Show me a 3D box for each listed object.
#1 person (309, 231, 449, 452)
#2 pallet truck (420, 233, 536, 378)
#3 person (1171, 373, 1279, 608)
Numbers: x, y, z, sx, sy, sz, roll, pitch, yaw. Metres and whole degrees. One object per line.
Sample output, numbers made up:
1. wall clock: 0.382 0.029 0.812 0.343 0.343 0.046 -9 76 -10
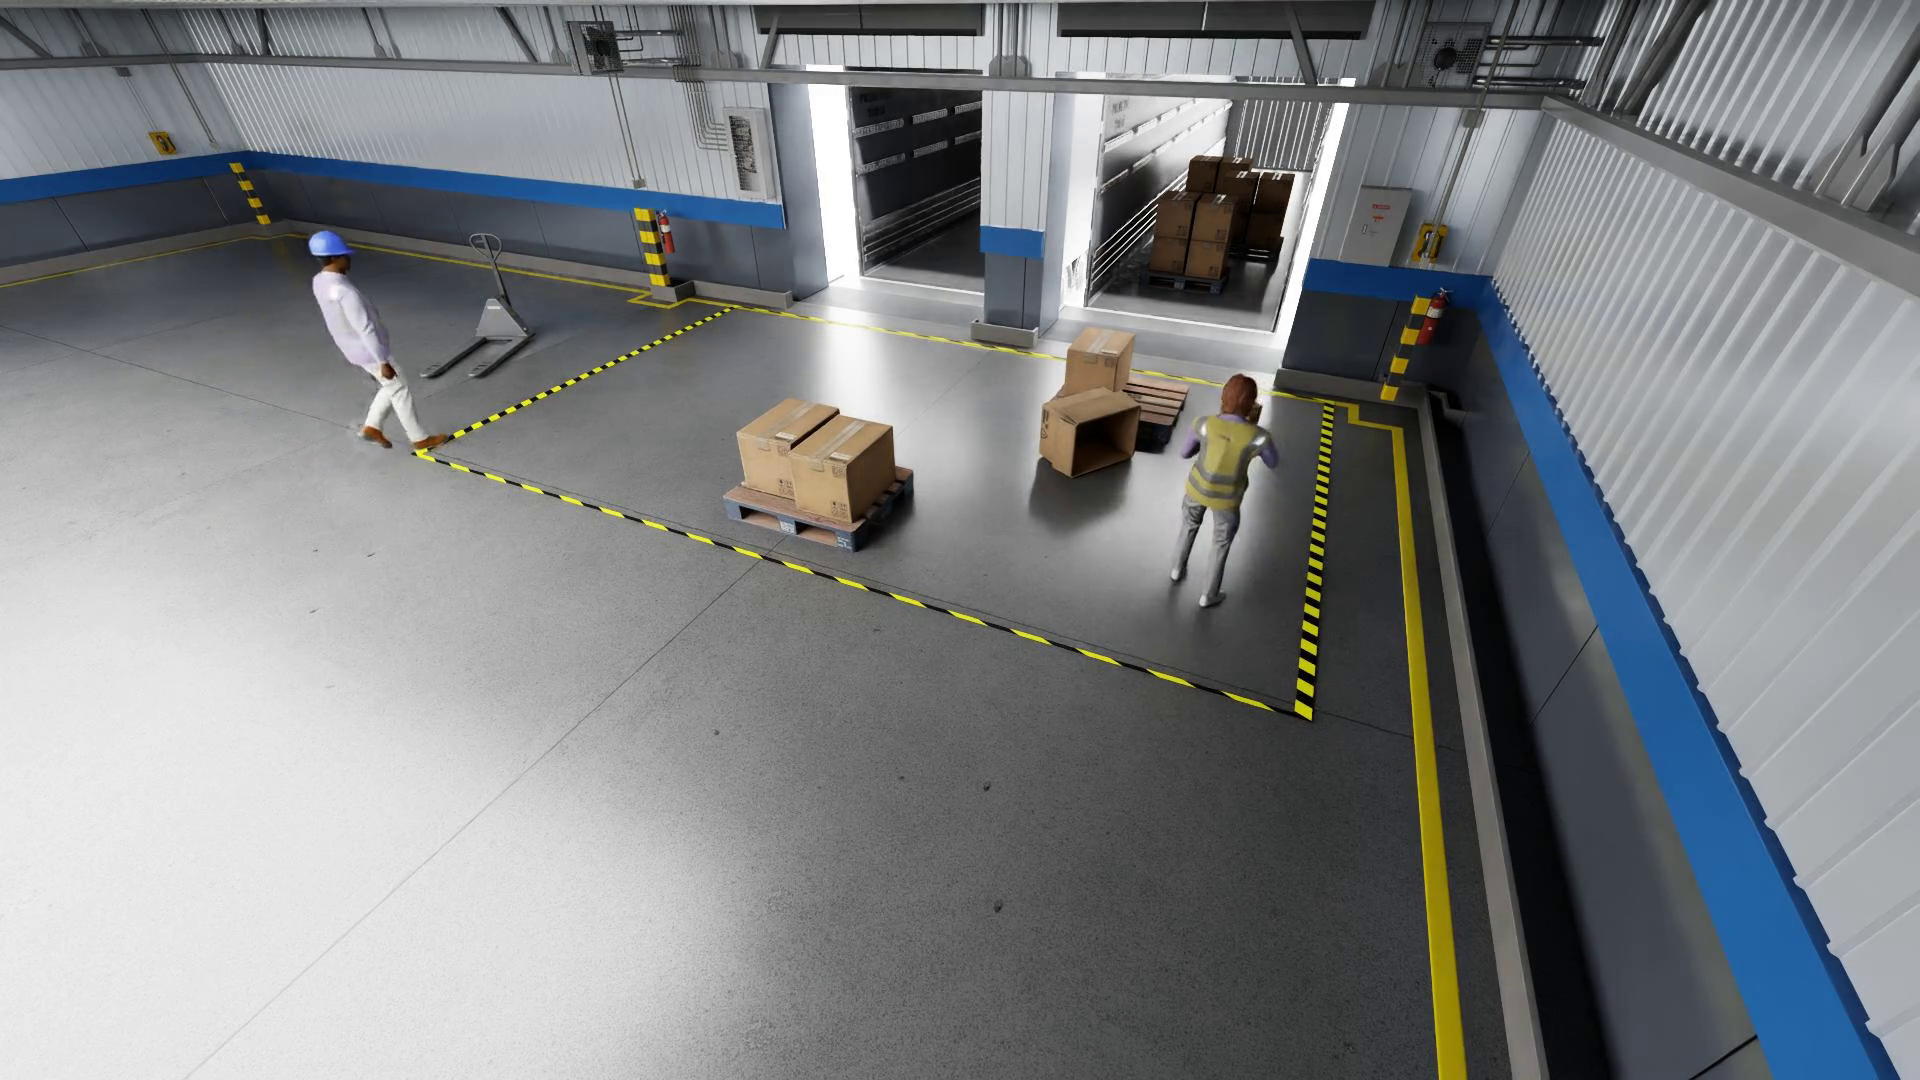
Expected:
1. person: -5.101 -1.596 6.269 0.623 1.924 0.626 22 41 28
2. pallet truck: -5.664 -2.712 8.427 0.680 1.201 1.601 0 35 -1
3. person: 1.734 -0.365 4.826 0.590 1.603 0.654 21 40 27
